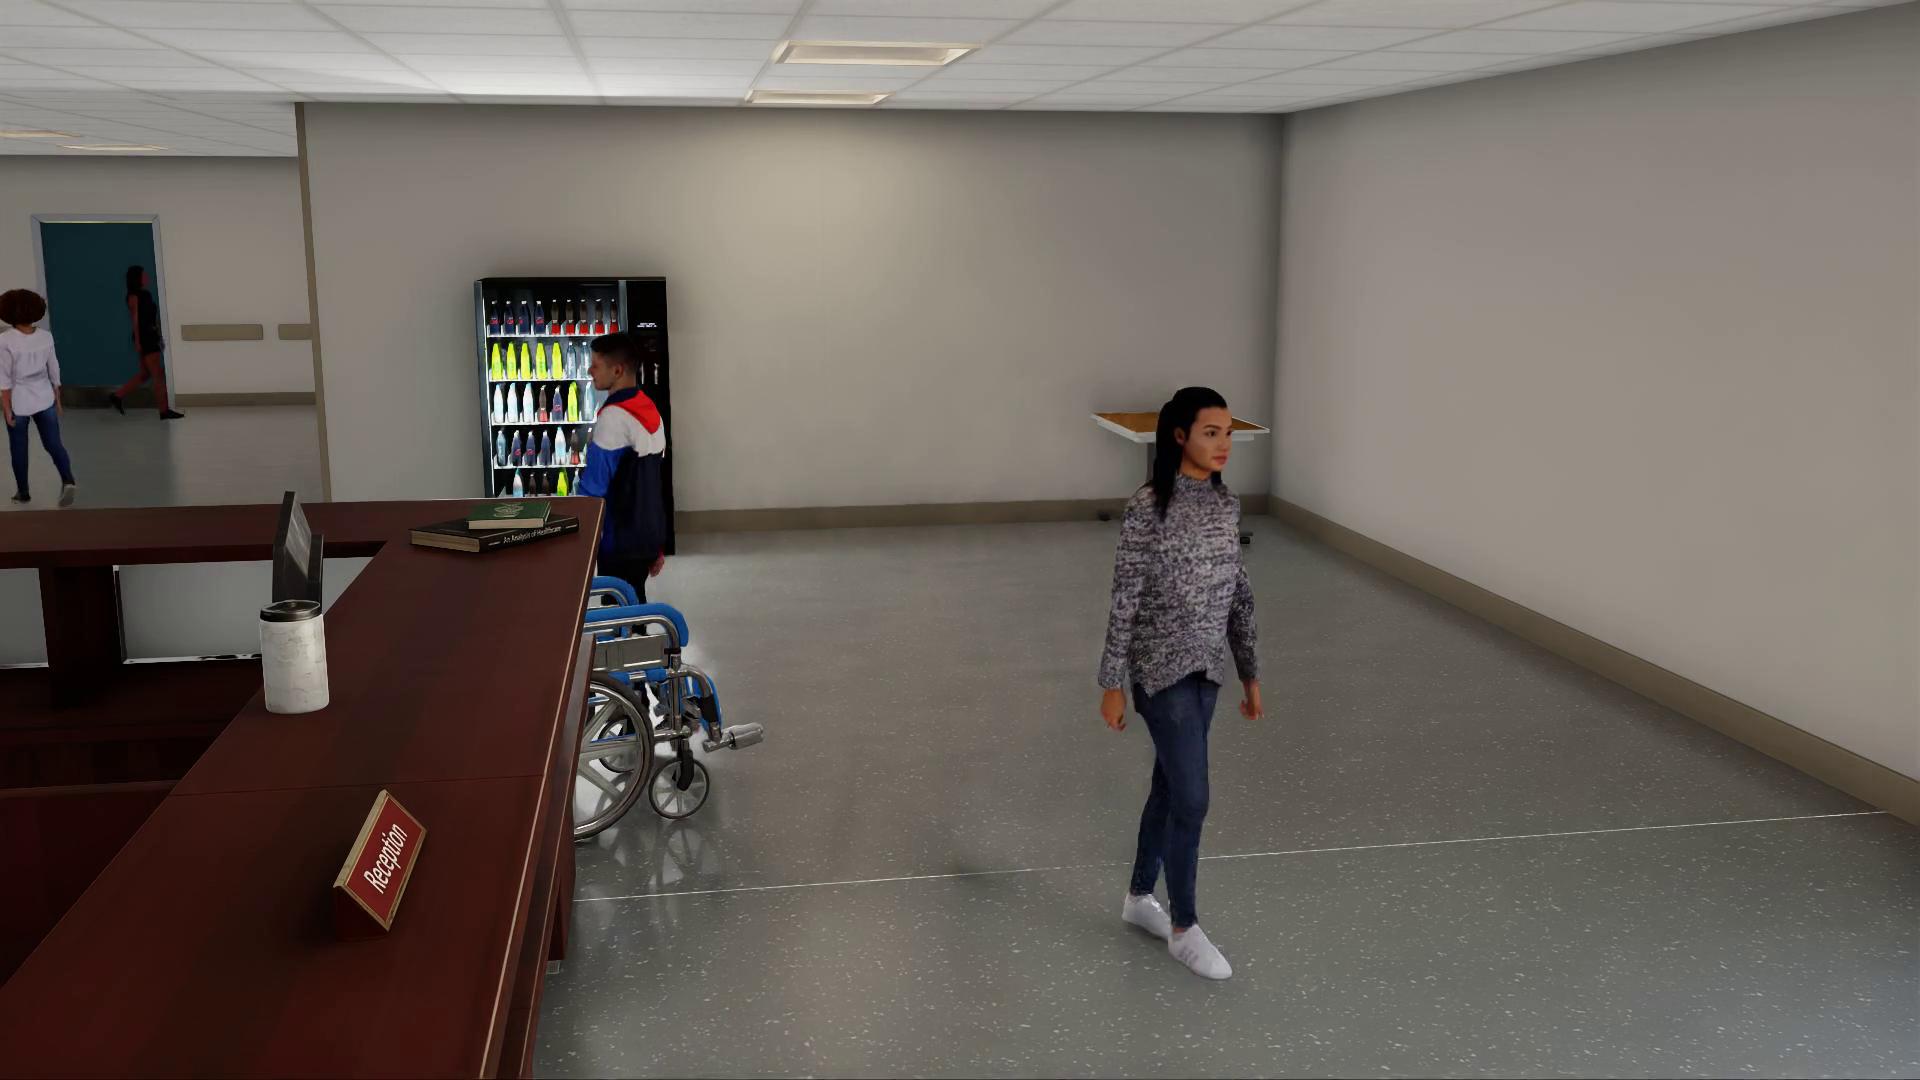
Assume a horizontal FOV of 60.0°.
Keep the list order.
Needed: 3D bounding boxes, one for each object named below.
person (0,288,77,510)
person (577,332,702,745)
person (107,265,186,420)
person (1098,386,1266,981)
[{"bbox_3d":[-7.121,-1.067,12.828,1.126,1.685,1.138,10,14,42],"label":"person"},{"bbox_3d":[-1.326,0.025,6.941,0.951,1.736,0.819,3,11,13],"label":"person"},{"bbox_3d":[-9.209,-2.185,18.648,1.066,1.713,0.597,-1,11,-7],"label":"person"},{"bbox_3d":[0.599,0.397,5.044,0.867,1.712,0.901,-8,13,-36],"label":"person"}]
